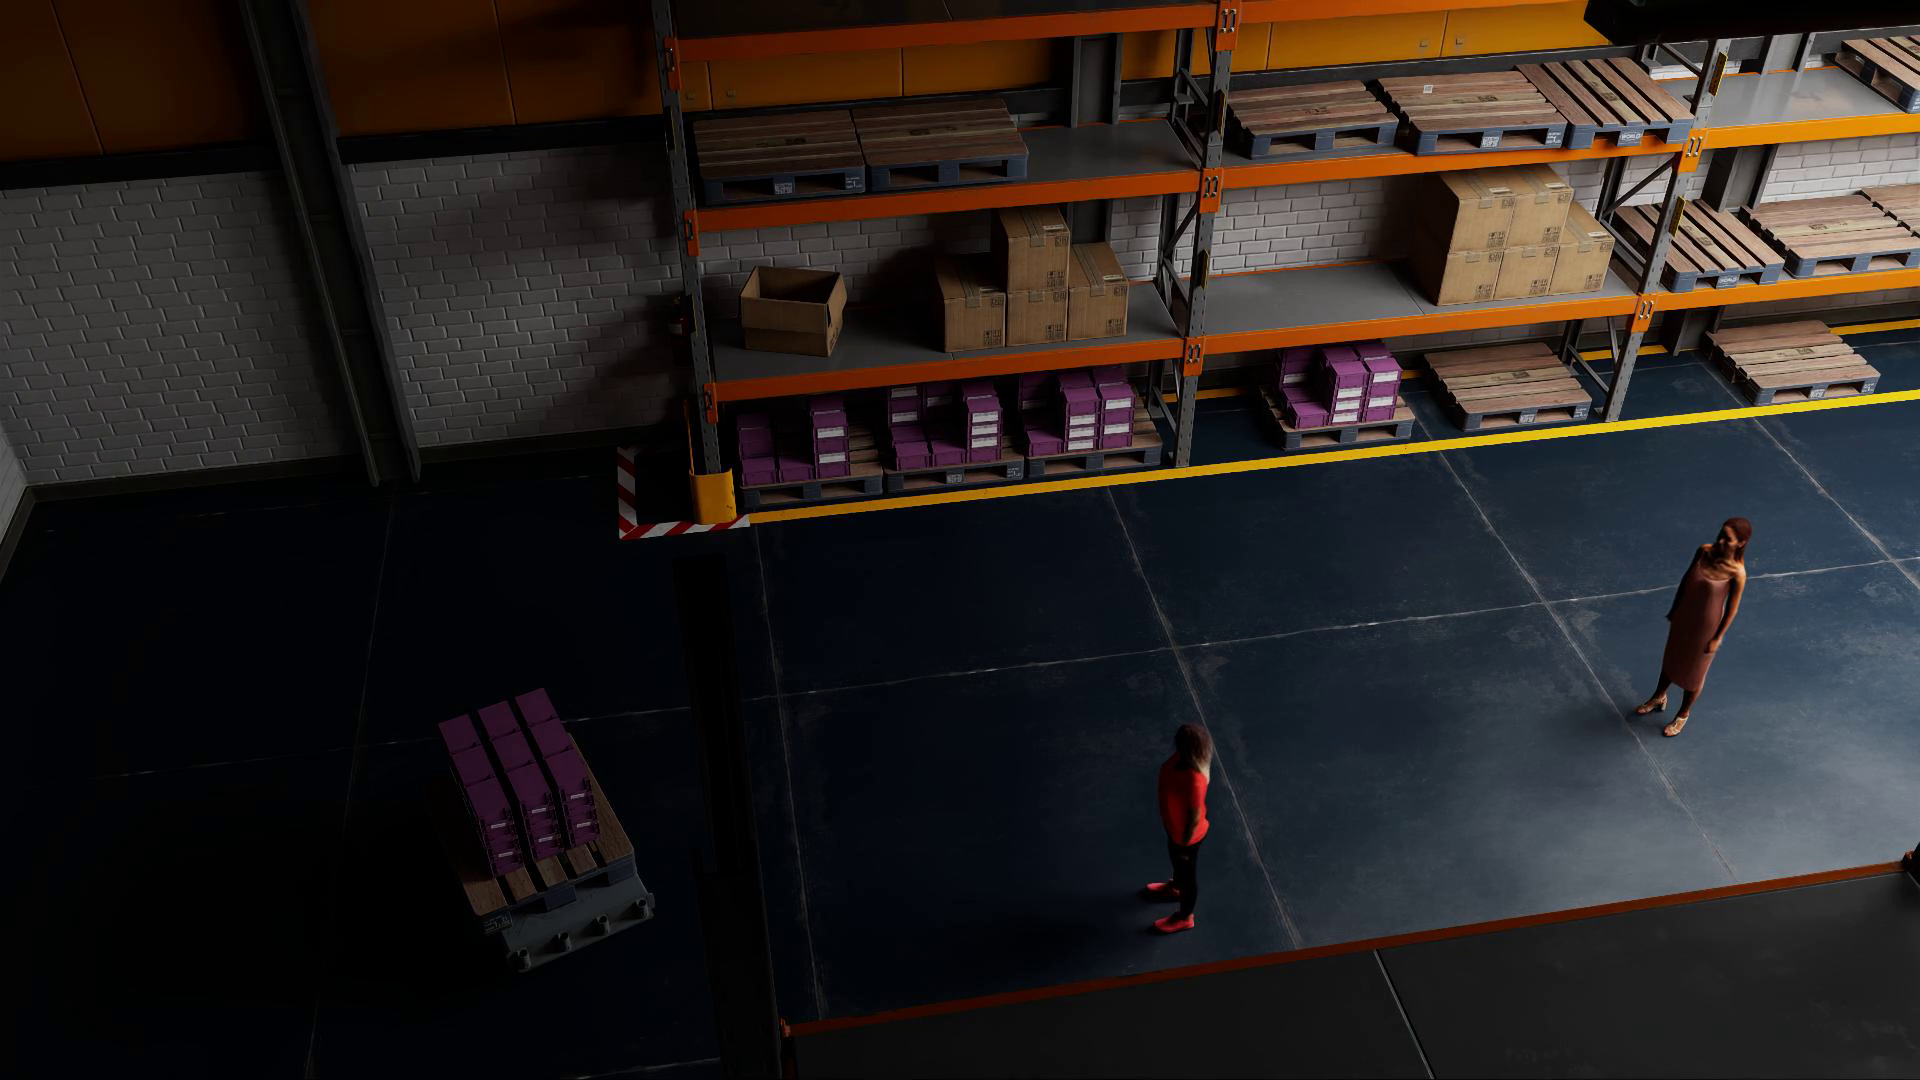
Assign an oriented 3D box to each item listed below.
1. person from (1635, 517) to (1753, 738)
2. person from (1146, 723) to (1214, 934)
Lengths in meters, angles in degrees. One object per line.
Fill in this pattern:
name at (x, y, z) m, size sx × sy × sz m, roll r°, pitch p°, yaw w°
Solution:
person at (5.087, 0.582, 11.433) m, size 0.608 × 1.832 × 0.637 m, roll -19°, pitch 42°, yaw -22°
person at (1.376, 1.725, 10.112) m, size 0.587 × 1.695 × 0.628 m, roll 0°, pitch 39°, yaw 0°
